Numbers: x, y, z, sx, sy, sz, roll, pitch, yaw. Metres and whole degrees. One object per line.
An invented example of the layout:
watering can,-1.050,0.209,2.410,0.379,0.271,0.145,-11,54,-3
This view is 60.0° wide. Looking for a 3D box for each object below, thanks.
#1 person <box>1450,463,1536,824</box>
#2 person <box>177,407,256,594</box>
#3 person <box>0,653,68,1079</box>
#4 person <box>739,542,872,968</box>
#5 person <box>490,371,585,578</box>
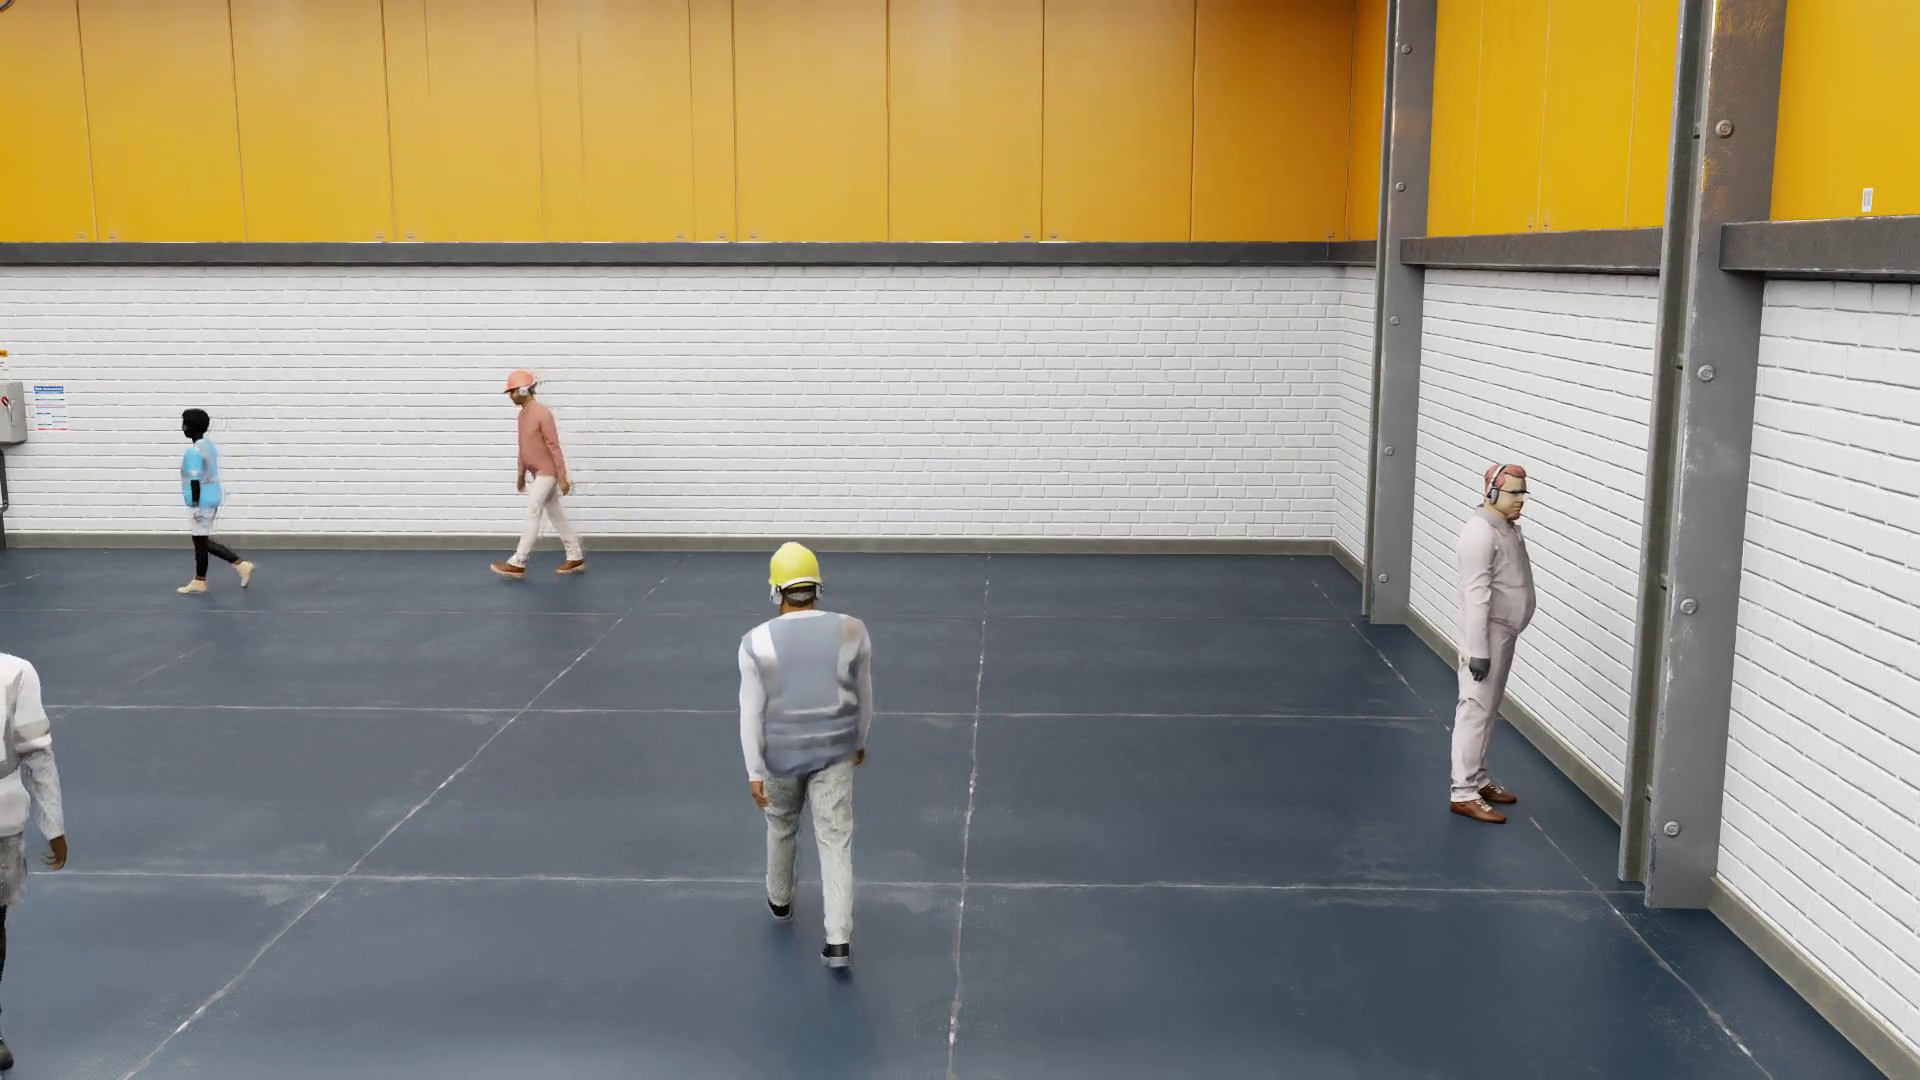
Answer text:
person,2.865,0.536,8.907,0.400,1.903,0.645,5,11,29
person,-6.603,-0.334,14.663,0.661,1.678,0.540,-1,10,-8
person,-3.452,1.050,5.877,0.875,1.905,0.570,9,13,43
person,-0.649,0.898,7.159,0.592,1.787,0.947,-2,10,-13
person,-3.974,-0.609,15.517,0.986,1.924,0.668,-6,11,-31
